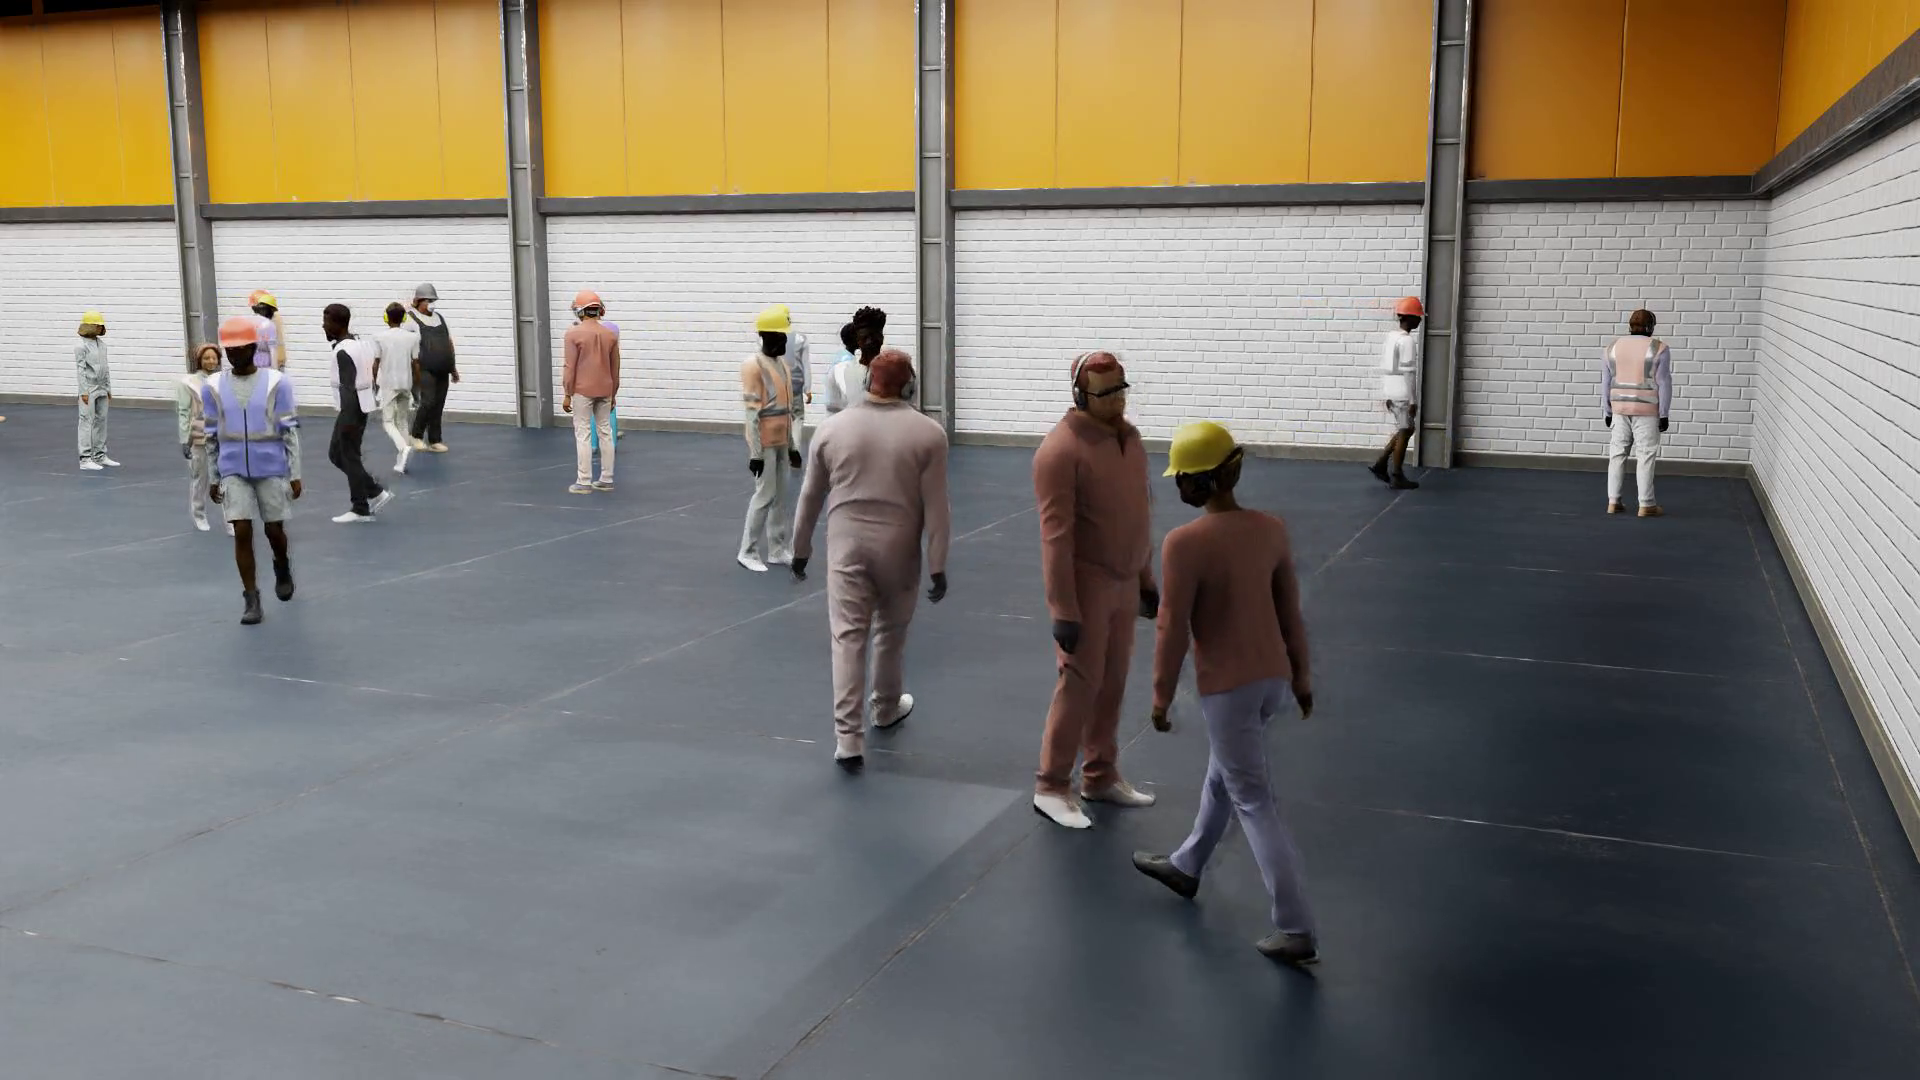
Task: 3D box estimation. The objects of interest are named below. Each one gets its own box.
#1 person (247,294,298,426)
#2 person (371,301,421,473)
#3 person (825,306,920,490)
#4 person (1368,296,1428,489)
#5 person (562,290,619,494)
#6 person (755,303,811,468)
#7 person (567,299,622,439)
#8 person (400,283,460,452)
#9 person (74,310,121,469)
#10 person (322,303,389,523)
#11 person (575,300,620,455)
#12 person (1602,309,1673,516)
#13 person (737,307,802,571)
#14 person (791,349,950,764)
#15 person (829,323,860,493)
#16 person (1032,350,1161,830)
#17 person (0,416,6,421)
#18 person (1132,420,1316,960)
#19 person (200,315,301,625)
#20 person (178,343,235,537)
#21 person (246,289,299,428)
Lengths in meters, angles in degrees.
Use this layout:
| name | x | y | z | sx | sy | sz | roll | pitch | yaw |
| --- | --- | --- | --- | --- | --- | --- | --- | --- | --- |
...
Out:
| name | x | y | z | sx | sy | sz | roll | pitch | yaw |
| --- | --- | --- | --- | --- | --- | --- | --- | --- | --- |
| person | -9.373 | -2.350 | 22.217 | 0.664 | 1.842 | 1.027 | 7 | 11 | 35 |
| person | -5.972 | -1.606 | 17.667 | 0.523 | 1.848 | 0.713 | -7 | 12 | -38 |
| person | -0.568 | -0.510 | 10.658 | 0.616 | 1.963 | 0.361 | 1 | 9 | 8 |
| person | 4.386 | -1.446 | 16.463 | 0.427 | 1.918 | 0.562 | -1 | 9 | -4 |
| person | -3.619 | -1.448 | 16.302 | 0.396 | 1.989 | 0.619 | 9 | 13 | 42 |
| person | -1.917 | -1.640 | 17.934 | 0.627 | 1.819 | 0.453 | -1 | 9 | -6 |
| person | -4.703 | -2.180 | 21.292 | 0.643 | 1.792 | 0.334 | 0 | 9 | 0 |
| person | -6.263 | -2.043 | 19.723 | 0.537 | 2.000 | 0.690 | 5 | 11 | 29 |
| person | -9.462 | -1.640 | 18.218 | 0.340 | 1.735 | 0.483 | 1 | 9 | 6 |
| person | -5.273 | -1.088 | 14.346 | 0.449 | 1.901 | 0.620 | -3 | 10 | -15 |
| person | -4.266 | -1.925 | 19.594 | 0.566 | 1.846 | 0.389 | -6 | 11 | -33 |
| person | 6.029 | -1.129 | 14.804 | 0.429 | 1.839 | 0.623 | -9 | 13 | -42 |
| person | -1.373 | -0.737 | 12.183 | 0.373 | 1.934 | 0.597 | 3 | 10 | 18 |
| person | -0.415 | 0.058 | 7.605 | 0.757 | 1.840 | 1.014 | 1 | 9 | 6 |
| person | -0.978 | -1.284 | 16.233 | 0.812 | 1.655 | 0.553 | 0 | 9 | -2 |
| person | 0.555 | 0.192 | 6.681 | 0.425 | 1.883 | 0.686 | 7 | 11 | 35 |
| person | -13.937 | -2.595 | 23.669 | 0.634 | 1.842 | 0.429 | 6 | 11 | 30 |
| person | 0.891 | 0.471 | 5.465 | 0.552 | 1.712 | 0.927 | -7 | 12 | -38 |
| person | -4.449 | -0.456 | 10.485 | 0.561 | 1.917 | 0.663 | -2 | 10 | -13 |
| person | -6.180 | -0.827 | 13.713 | 0.524 | 1.595 | 0.877 | -8 | 12 | -41 |
| person | -9.306 | -2.431 | 22.499 | 0.544 | 1.898 | 0.617 | -1 | 9 | -6 |
